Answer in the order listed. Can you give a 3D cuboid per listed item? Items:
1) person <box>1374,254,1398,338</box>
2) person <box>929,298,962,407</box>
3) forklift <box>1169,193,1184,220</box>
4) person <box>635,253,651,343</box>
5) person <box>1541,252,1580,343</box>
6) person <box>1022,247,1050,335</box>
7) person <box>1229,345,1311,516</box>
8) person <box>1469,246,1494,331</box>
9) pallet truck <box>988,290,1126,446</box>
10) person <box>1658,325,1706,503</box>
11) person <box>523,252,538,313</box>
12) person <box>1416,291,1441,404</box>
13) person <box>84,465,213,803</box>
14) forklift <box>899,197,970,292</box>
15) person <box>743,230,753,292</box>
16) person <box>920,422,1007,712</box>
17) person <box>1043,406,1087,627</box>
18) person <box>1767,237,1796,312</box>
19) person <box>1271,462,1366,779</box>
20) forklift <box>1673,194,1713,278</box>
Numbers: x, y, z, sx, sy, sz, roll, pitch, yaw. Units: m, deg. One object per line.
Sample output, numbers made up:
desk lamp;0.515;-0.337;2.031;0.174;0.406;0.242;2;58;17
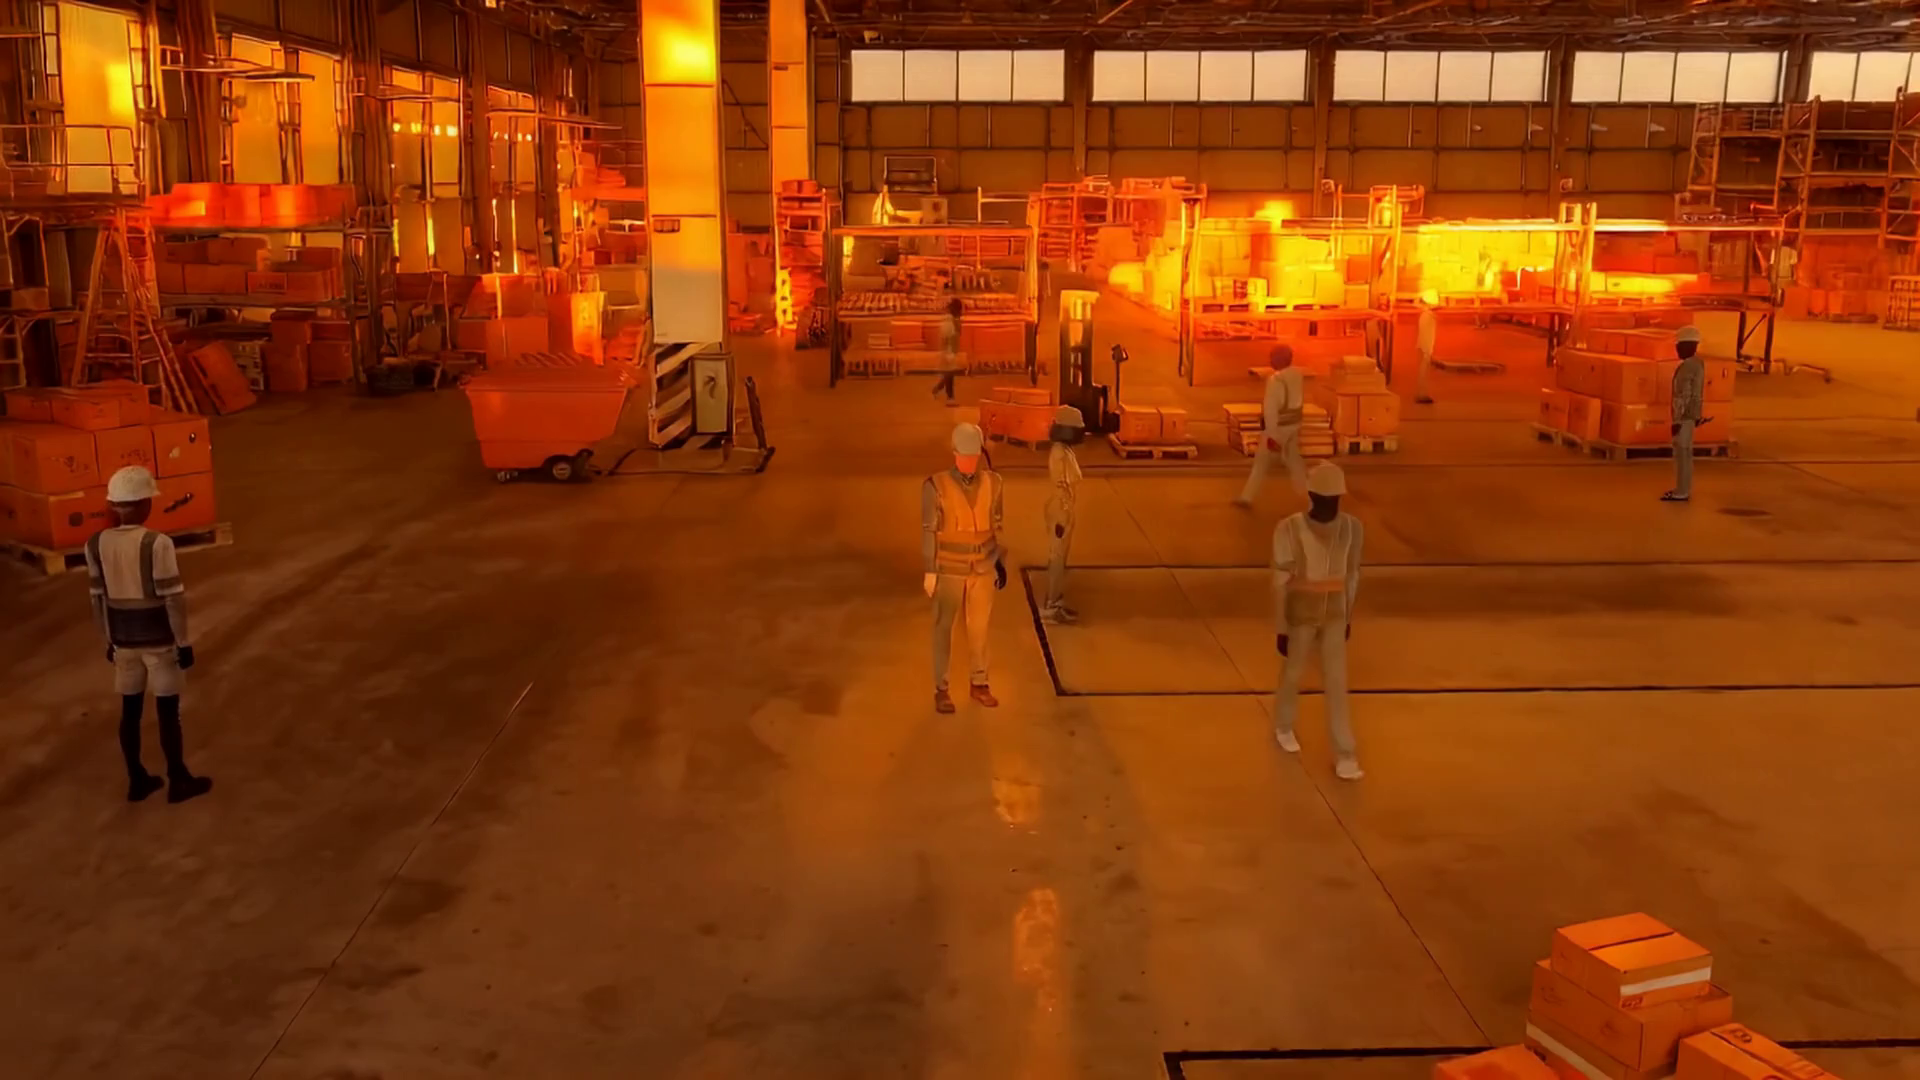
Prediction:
person;9.277;-5.335;36.256;0.520;1.819;0.875;4;13;17
person;-0.203;-2.864;25.379;0.484;1.676;0.561;4;13;16
forklift;7.371;-10.457;56.934;1.873;2.768;1.129;3;13;12
person;-6.595;-5.108;35.051;0.545;1.899;0.935;-9;15;-34
person;12.757;-5.134;35.152;0.961;1.889;0.557;11;17;41
person;1.668;-5.511;36.779;0.650;1.924;0.588;1;13;3
person;3.316;-1.144;17.374;0.651;1.789;0.977;-12;17;-43
person;11.796;-5.669;37.504;0.379;1.918;0.597;-2;13;-10
pallet truck;1.257;-2.299;22.111;1.885;1.965;0.823;-9;15;-35
person;7.854;-1.364;18.047;0.368;1.928;0.585;8;15;32
person;-10.487;-6.209;40.608;0.312;1.632;0.519;-10;16;-39
person;7.261;-2.982;25.783;0.344;1.749;0.555;6;14;26
person;-4.609;0.540;9.427;0.542;1.939;0.364;2;13;9
forklift;-0.712;-8.570;48.413;1.873;2.768;1.129;9;15;34
person;-6.511;-8.334;49.682;0.584;1.866;0.597;-7;14;-29
person;0.033;0.173;11.066;0.616;1.944;0.397;-6;14;-24
person;0.837;-0.196;13.197;0.323;1.741;0.491;3;13;12
person;21.165;-6.851;42.859;0.623;1.914;1.019;6;14;25
person;2.142;0.459;9.945;0.603;1.867;1.017;-2;13;-11
forklift;24.156;-10.094;55.295;1.129;2.768;1.873;0;12;-2
